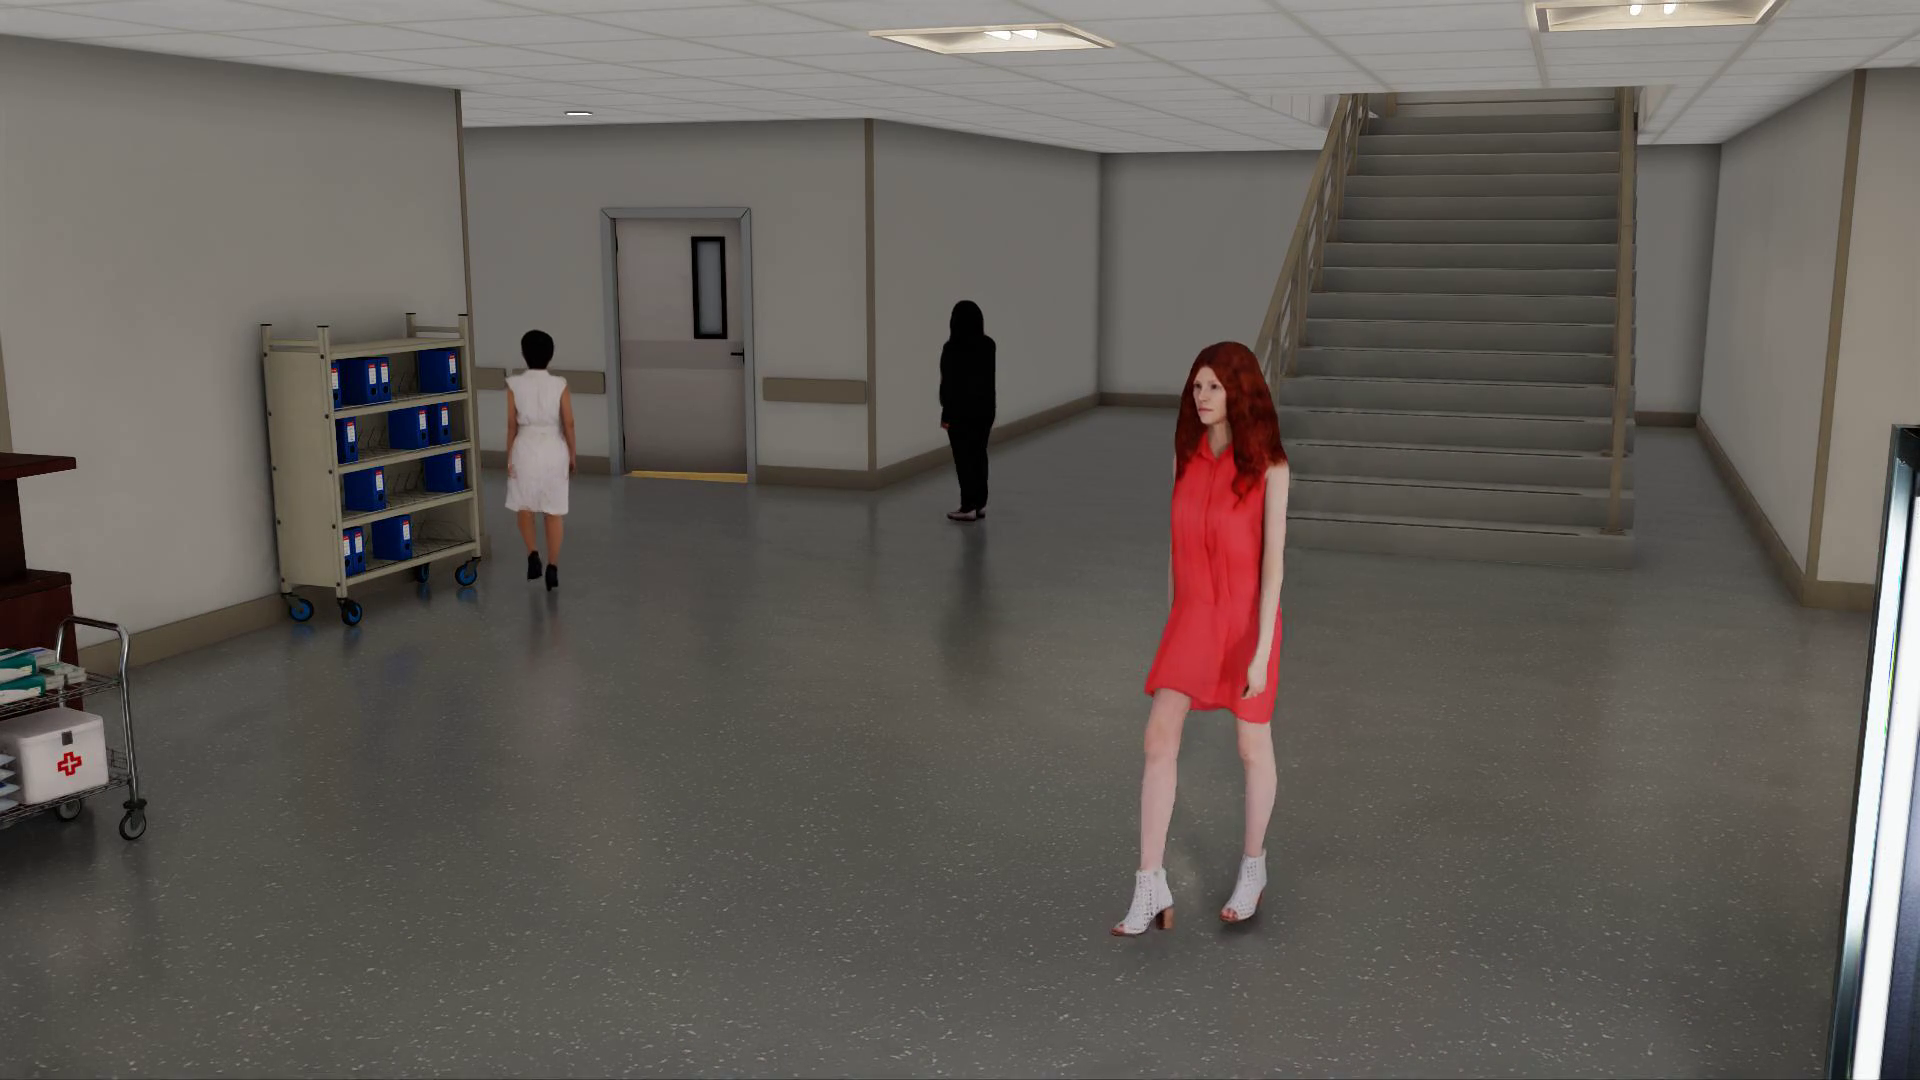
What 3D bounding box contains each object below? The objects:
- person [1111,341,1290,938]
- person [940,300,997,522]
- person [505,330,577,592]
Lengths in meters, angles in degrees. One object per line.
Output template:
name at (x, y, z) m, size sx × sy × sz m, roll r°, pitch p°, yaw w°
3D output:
person at (0.869, 0.310, 5.099) m, size 0.764 × 1.805 × 0.947 m, roll 8°, pitch 13°, yaw 37°
person at (0.080, -0.954, 12.263) m, size 0.715 × 1.618 × 0.810 m, roll -10°, pitch 14°, yaw -41°
person at (-2.477, -0.452, 9.817) m, size 0.696 × 1.543 × 0.741 m, roll -3°, pitch 11°, yaw -15°
